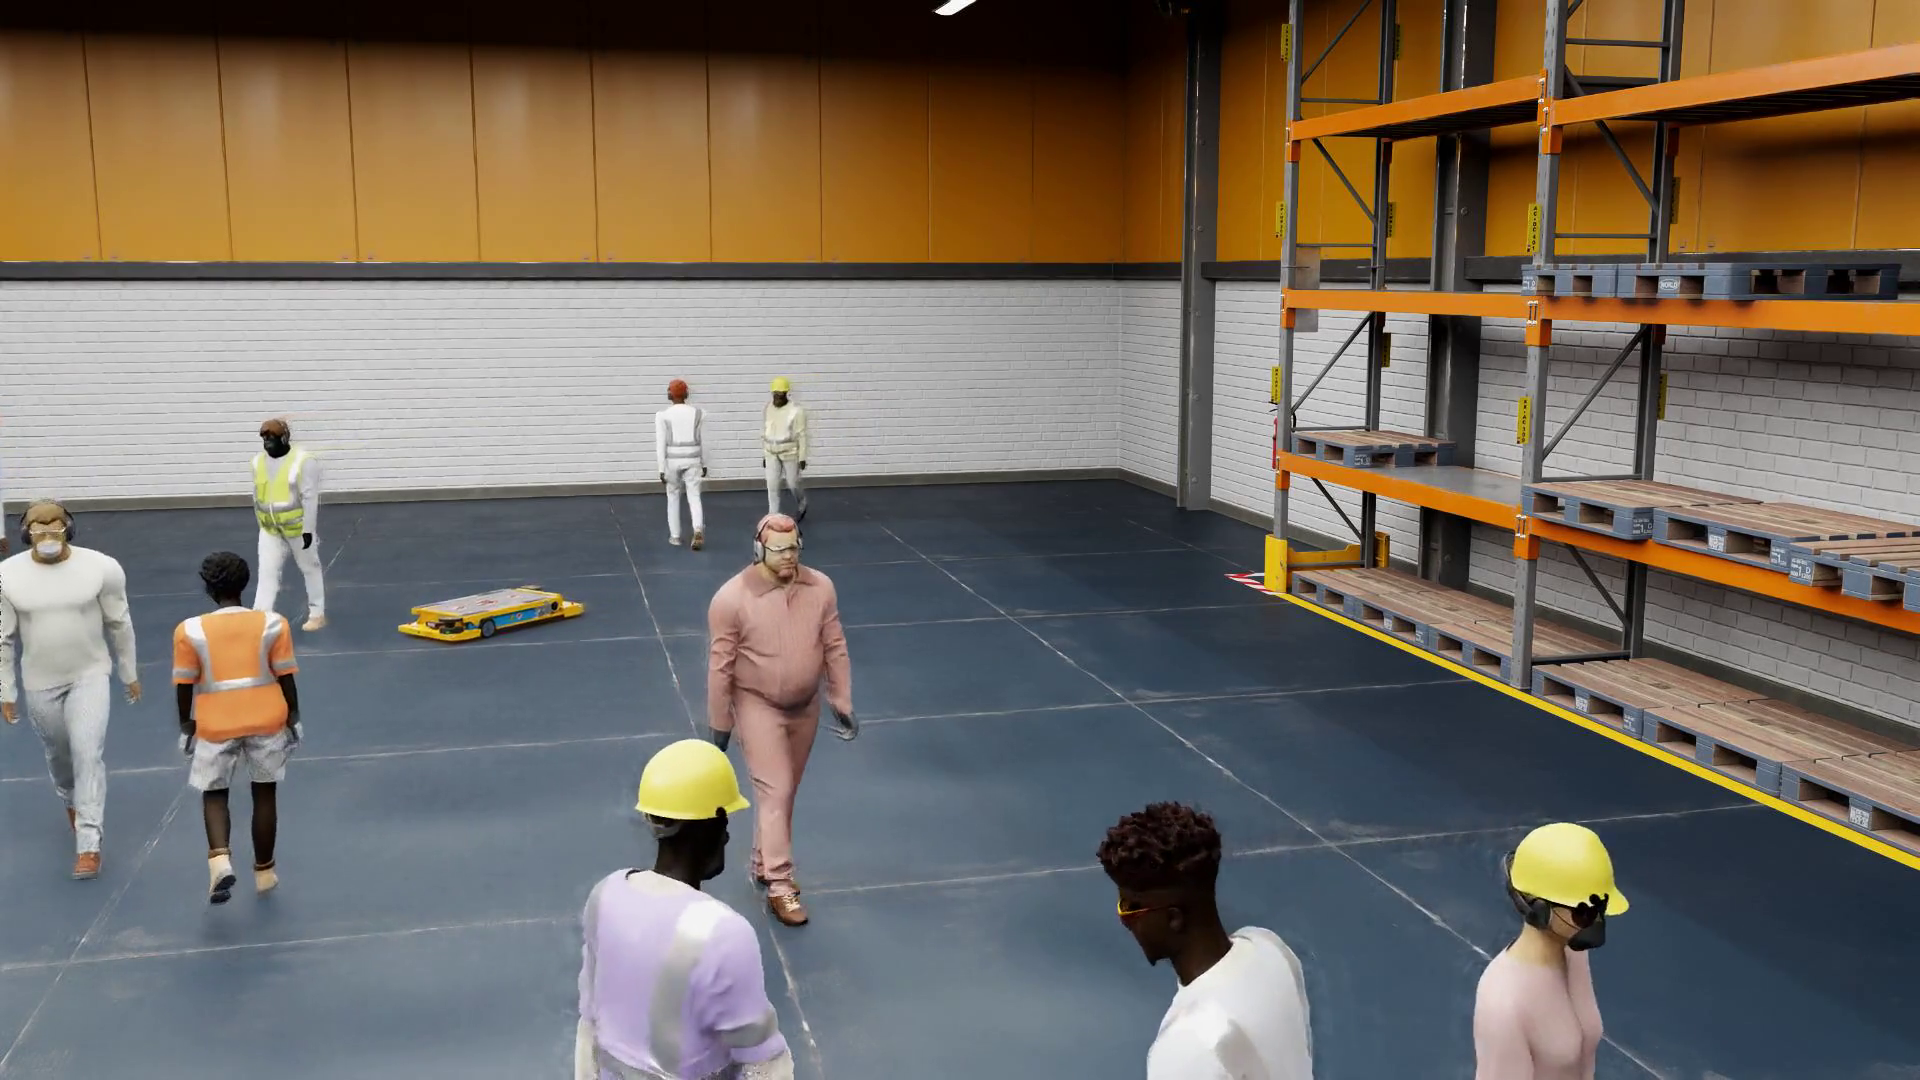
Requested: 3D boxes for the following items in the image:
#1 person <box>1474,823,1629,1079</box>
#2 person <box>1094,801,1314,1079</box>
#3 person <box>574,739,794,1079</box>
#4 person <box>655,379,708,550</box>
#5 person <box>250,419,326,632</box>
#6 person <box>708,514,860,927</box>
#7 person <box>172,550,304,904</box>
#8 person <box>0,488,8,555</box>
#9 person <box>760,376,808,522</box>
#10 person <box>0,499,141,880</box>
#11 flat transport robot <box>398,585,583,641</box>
[{"bbox_3d":[1.414,1.509,3.873,0.875,1.722,0.553,8,12,42],"label":"person"},{"bbox_3d":[0.493,1.472,3.575,1.016,1.896,0.683,4,10,23],"label":"person"},{"bbox_3d":[-0.697,1.416,4.038,1.029,1.871,0.598,-7,12,-39],"label":"person"},{"bbox_3d":[-3.000,-0.821,18.047,0.577,1.855,0.852,-3,10,-18],"label":"person"},{"bbox_3d":[-5.534,-0.082,13.578,0.642,1.789,0.958,2,9,10],"label":"person"},{"bbox_3d":[-0.782,0.818,7.756,0.640,1.874,0.815,-7,12,-39],"label":"person"},{"bbox_3d":[-3.395,0.898,7.859,0.555,1.675,0.544,-4,10,-24],"label":"person"},{"bbox_3d":[-7.776,-0.040,12.939,0.580,1.917,0.607,-3,10,-20],"label":"person"},{"bbox_3d":[-2.042,-1.027,19.472,0.598,1.808,0.786,3,10,18],"label":"person"},{"bbox_3d":[-4.569,0.695,8.510,0.648,1.892,1.018,-4,10,-23],"label":"person"},{"bbox_3d":[-3.946,0.607,14.040,0.652,0.197,1.431,6,11,33],"label":"flat transport robot"}]
